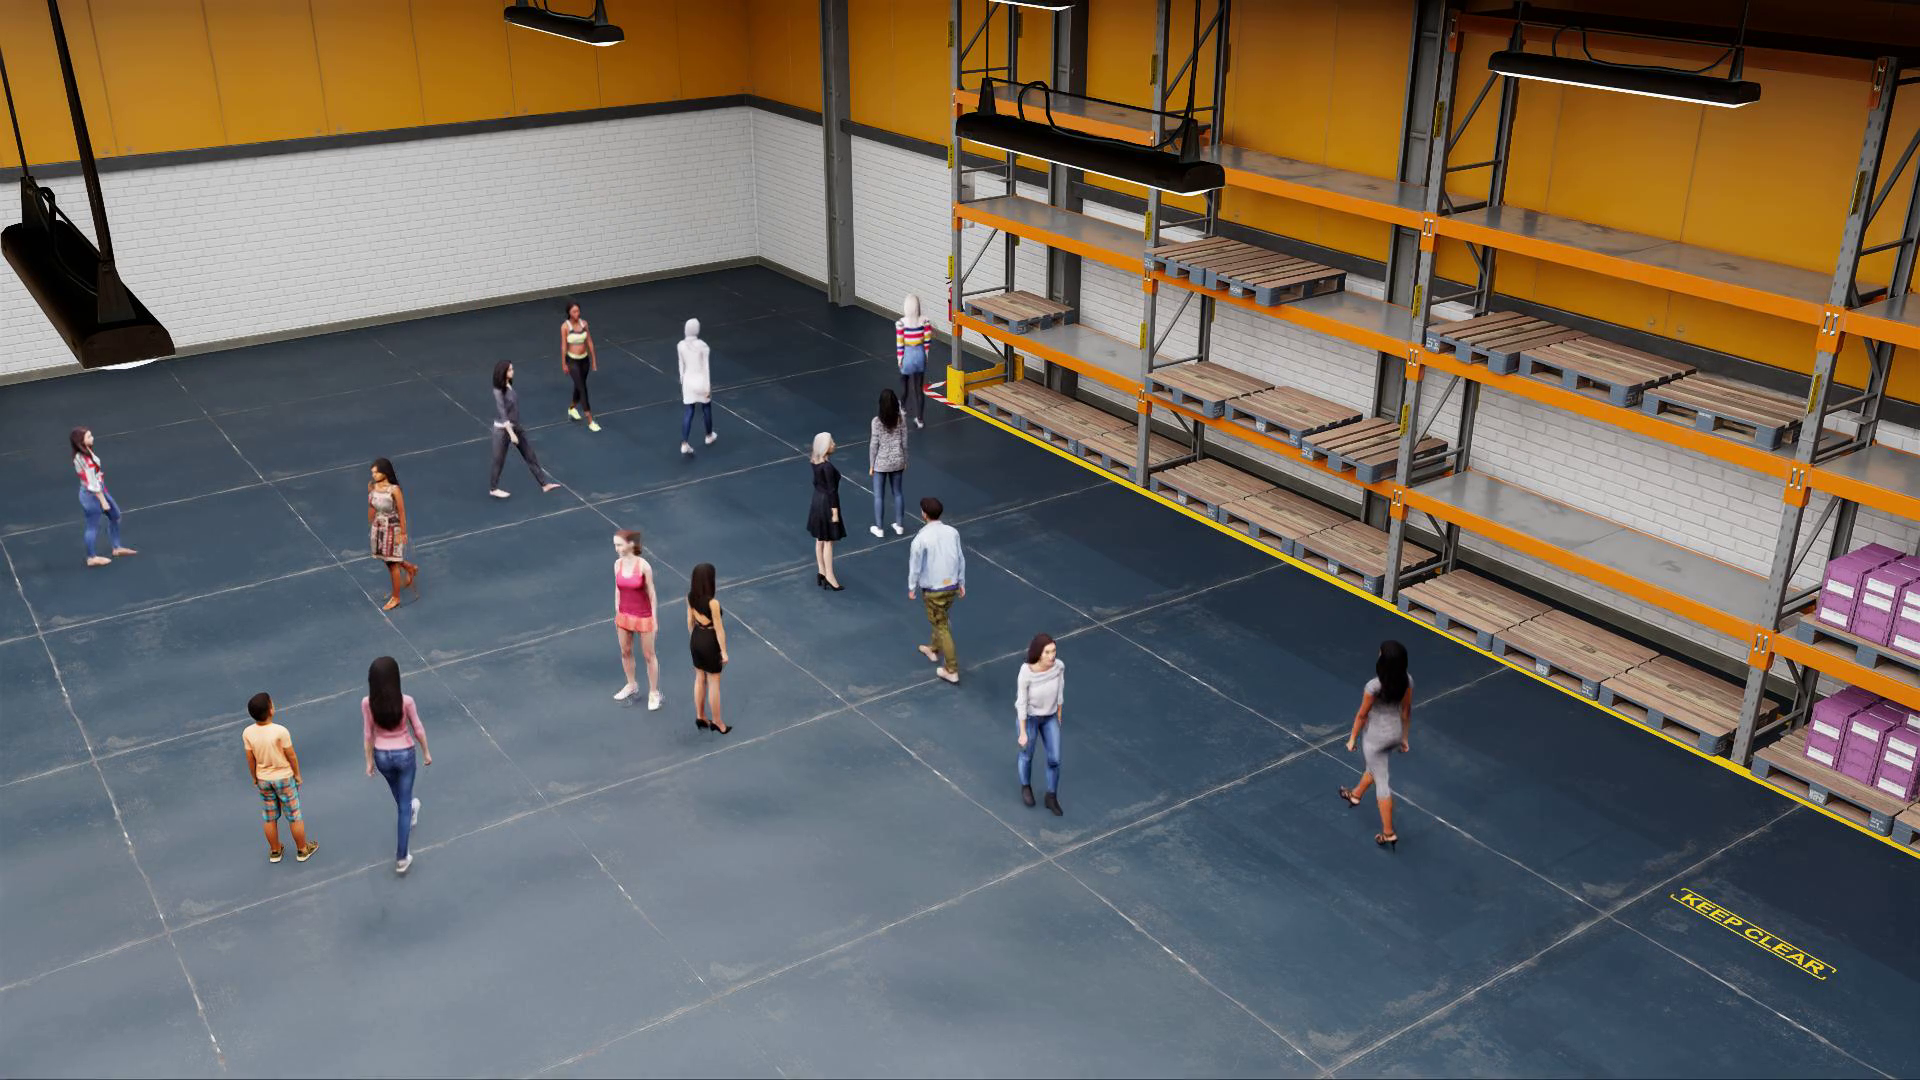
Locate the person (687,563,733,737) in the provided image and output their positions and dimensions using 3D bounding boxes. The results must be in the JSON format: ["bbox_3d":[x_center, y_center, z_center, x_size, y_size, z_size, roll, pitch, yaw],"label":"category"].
[{"bbox_3d":[-2.253,0.966,14.760,0.531,1.649,0.686,17,29,33],"label":"person"}]

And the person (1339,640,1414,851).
[{"bbox_3d":[3.379,1.647,13.074,0.706,1.752,1.055,-11,26,-24],"label":"person"}]

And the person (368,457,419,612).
[{"bbox_3d":[-5.885,-0.124,17.275,0.959,1.632,0.945,13,27,27],"label":"person"}]

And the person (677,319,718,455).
[{"bbox_3d":[-3.422,-1.923,21.256,1.142,1.740,1.134,7,25,15],"label":"person"}]

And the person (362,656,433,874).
[{"bbox_3d":[-4.390,1.754,12.896,0.999,1.698,1.205,-1,24,-3],"label":"person"}]

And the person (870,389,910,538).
[{"bbox_3d":[-0.811,-0.878,18.876,0.652,1.731,0.584,-11,26,-23],"label":"person"}]

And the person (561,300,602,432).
[{"bbox_3d":[-5.151,-2.361,22.301,0.653,1.706,1.144,-18,30,-36],"label":"person"}]

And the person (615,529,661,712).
[{"bbox_3d":[-2.937,0.710,15.224,0.681,1.747,0.789,5,24,11],"label":"person"}]

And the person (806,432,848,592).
[{"bbox_3d":[-1.412,-0.314,17.567,0.691,1.747,0.548,-11,26,-24],"label":"person"}]

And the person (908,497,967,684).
[{"bbox_3d":[-0.147,0.501,15.668,0.724,1.774,0.953,-18,29,-35],"label":"person"}]

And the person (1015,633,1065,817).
[{"bbox_3d":[0.597,1.461,13.678,0.711,1.610,0.801,-8,25,-18],"label":"person"}]

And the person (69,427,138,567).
[{"bbox_3d":[-9.521,-0.460,18.091,0.770,1.595,0.735,-9,25,-20],"label":"person"}]

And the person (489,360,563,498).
[{"bbox_3d":[-5.484,-1.291,19.832,1.145,1.722,1.119,2,24,6],"label":"person"}]

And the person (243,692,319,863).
[{"bbox_3d":[-5.337,1.852,12.970,0.598,1.461,0.627,-2,24,-4],"label":"person"}]

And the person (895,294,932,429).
[{"bbox_3d":[-0.592,-2.379,22.254,0.863,1.776,1.102,-7,25,-15],"label":"person"}]
